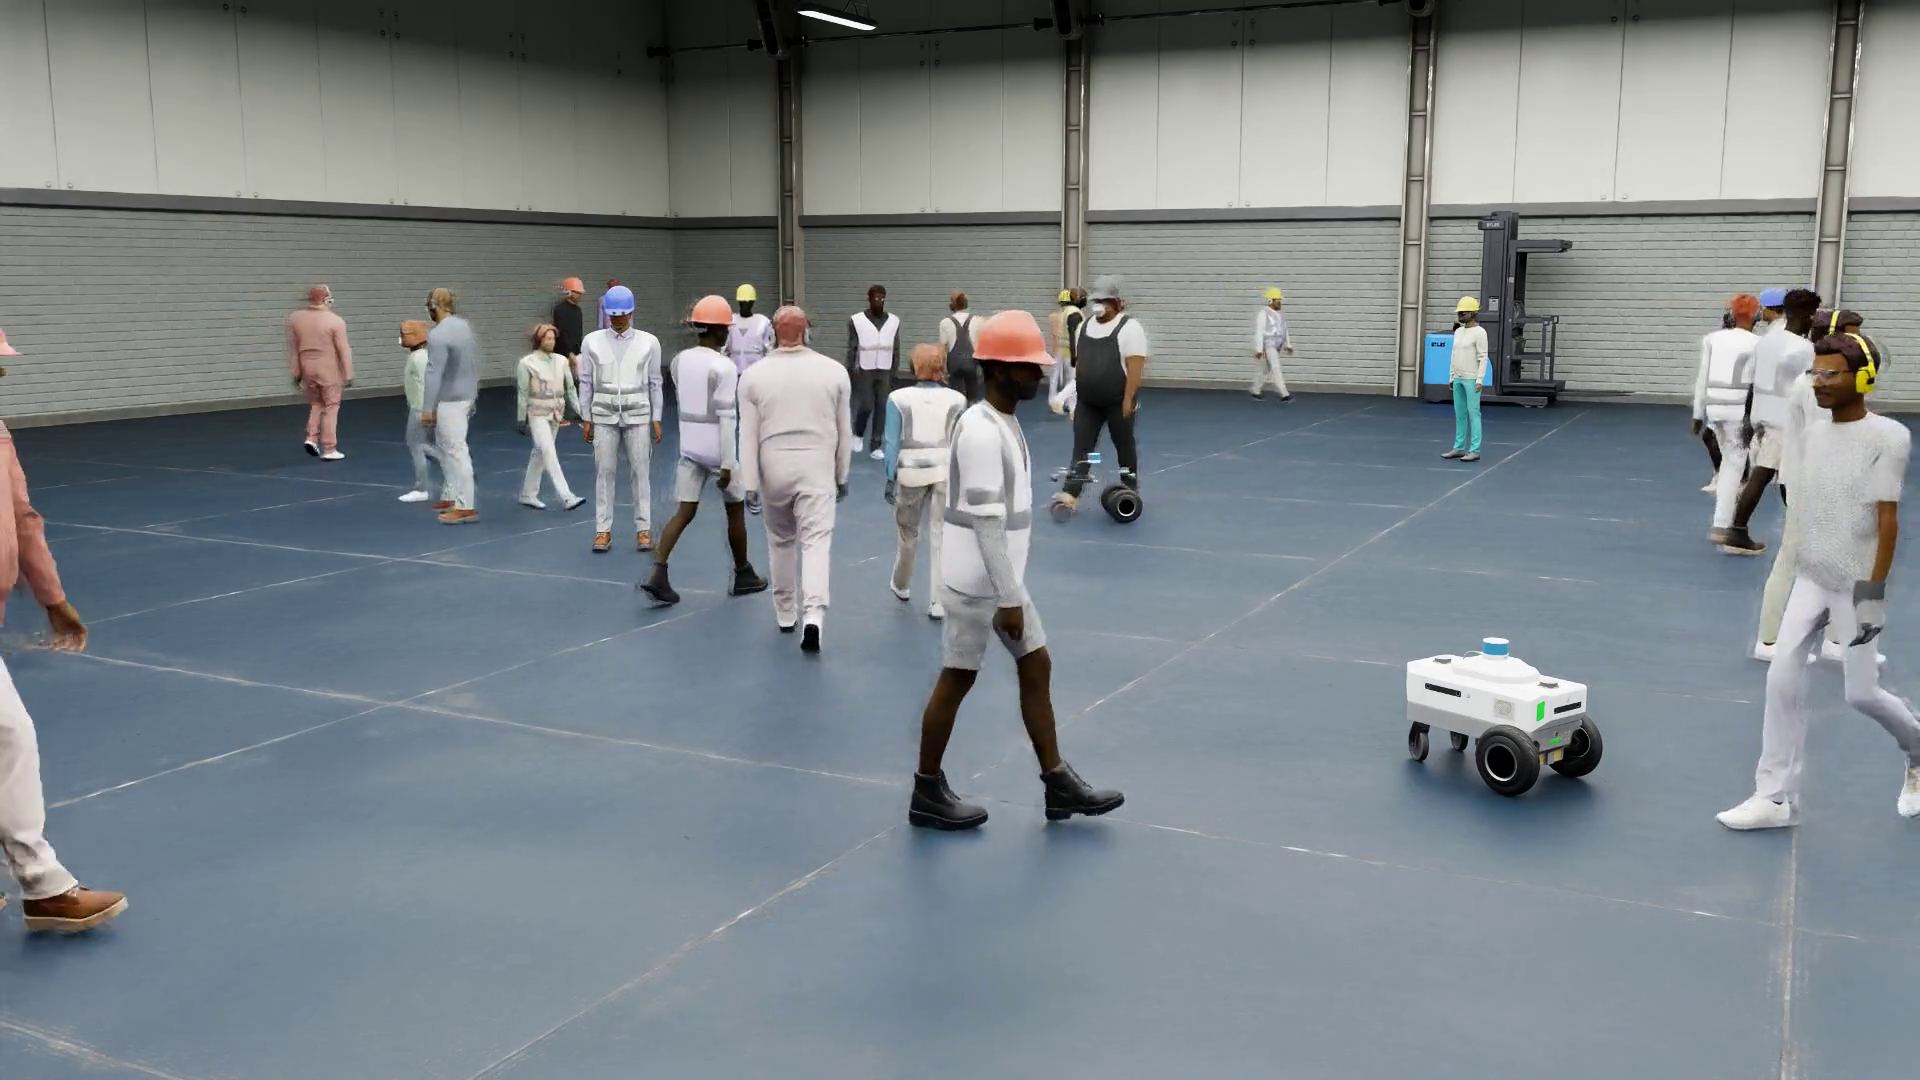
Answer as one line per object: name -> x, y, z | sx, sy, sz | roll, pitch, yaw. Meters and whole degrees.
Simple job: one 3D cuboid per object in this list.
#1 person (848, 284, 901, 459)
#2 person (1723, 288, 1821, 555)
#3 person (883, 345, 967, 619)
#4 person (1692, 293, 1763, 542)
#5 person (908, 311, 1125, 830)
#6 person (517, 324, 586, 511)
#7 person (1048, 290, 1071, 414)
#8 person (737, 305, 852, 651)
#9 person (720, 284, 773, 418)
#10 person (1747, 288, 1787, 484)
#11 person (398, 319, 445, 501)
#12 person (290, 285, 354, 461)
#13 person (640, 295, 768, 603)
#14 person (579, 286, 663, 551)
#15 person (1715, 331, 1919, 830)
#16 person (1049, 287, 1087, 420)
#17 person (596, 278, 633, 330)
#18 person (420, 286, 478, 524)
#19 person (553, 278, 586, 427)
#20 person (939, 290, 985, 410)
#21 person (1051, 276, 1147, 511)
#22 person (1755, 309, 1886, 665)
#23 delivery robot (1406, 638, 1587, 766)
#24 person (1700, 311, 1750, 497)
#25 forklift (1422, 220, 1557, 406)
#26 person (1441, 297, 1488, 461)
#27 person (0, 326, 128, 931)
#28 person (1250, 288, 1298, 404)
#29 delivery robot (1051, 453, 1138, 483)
person -> -0.939, -1.849, 18.255 | 0.587, 1.902, 0.467 | -4, 10, -24
person -> 6.020, -0.847, 12.011 | 0.995, 1.908, 0.633 | -1, 9, -5
person -> -0.210, -0.364, 9.980 | 0.547, 1.595, 0.823 | -2, 9, -11
person -> 5.917, -0.927, 12.624 | 0.547, 1.872, 0.599 | -3, 10, -20
person -> 0.212, 0.132, 6.034 | 0.903, 1.894, 0.568 | 2, 9, 14
person -> -3.471, -1.028, 14.136 | 0.893, 1.583, 0.519 | 6, 11, 31
person -> 1.514, -2.714, 23.997 | 0.526, 1.769, 0.328 | -4, 10, -22
person -> -0.905, -0.356, 9.171 | 0.626, 1.868, 0.956 | 0, 9, -3
person -> -2.379, -1.922, 18.691 | 0.596, 1.907, 0.789 | 2, 9, 11
person -> 7.682, -1.395, 15.501 | 0.953, 1.901, 0.644 | 5, 11, 29
person -> -4.787, -1.164, 14.849 | 0.451, 1.619, 0.506 | -3, 10, -19
person -> -6.872, -1.803, 17.987 | 0.684, 1.893, 0.425 | 2, 9, 14
person -> -1.594, -0.564, 10.328 | 0.542, 1.906, 0.948 | 6, 11, 33
person -> -2.484, -0.889, 12.218 | 0.602, 1.939, 0.398 | -1, 9, -8
person -> 3.273, 0.159, 6.086 | 0.854, 1.836, 0.520 | -3, 10, -19
person -> 1.542, -2.548, 22.813 | 0.520, 1.829, 0.632 | -1, 9, -4
person -> -6.152, -3.697, 29.632 | 0.642, 1.909, 0.399 | -4, 10, -22
person -> -4.244, -1.109, 13.638 | 0.569, 1.912, 0.725 | 0, 9, 2
person -> -5.018, -2.447, 21.799 | 0.995, 1.939, 0.605 | 4, 10, 24
person -> 0.028, -1.963, 19.182 | 0.536, 1.825, 0.412 | -1, 9, -5
person -> 1.192, -1.231, 14.142 | 0.705, 2.000, 0.979 | 6, 11, 35
person -> 4.509, -0.249, 8.537 | 0.741, 1.844, 0.565 | 7, 12, 38
delivery robot -> 2.192, 0.646, 6.844 | 0.477, 0.478, 0.707 | -7, 11, -35
person -> 6.957, -1.226, 15.063 | 0.506, 1.675, 0.565 | 7, 12, 37
forklift -> 8.245, -3.527, 25.720 | 1.873, 2.768, 1.129 | 5, 10, 27
person -> 5.480, -1.746, 18.032 | 0.317, 1.767, 0.534 | -3, 10, -20
person -> -2.977, 0.240, 5.156 | 0.875, 1.958, 0.629 | -1, 9, -8
person -> 4.883, -3.030, 25.899 | 0.934, 1.787, 0.586 | 8, 12, 39
delivery robot -> 1.113, -0.607, 13.773 | 0.698, 0.223, 0.335 | -1, 9, -4
